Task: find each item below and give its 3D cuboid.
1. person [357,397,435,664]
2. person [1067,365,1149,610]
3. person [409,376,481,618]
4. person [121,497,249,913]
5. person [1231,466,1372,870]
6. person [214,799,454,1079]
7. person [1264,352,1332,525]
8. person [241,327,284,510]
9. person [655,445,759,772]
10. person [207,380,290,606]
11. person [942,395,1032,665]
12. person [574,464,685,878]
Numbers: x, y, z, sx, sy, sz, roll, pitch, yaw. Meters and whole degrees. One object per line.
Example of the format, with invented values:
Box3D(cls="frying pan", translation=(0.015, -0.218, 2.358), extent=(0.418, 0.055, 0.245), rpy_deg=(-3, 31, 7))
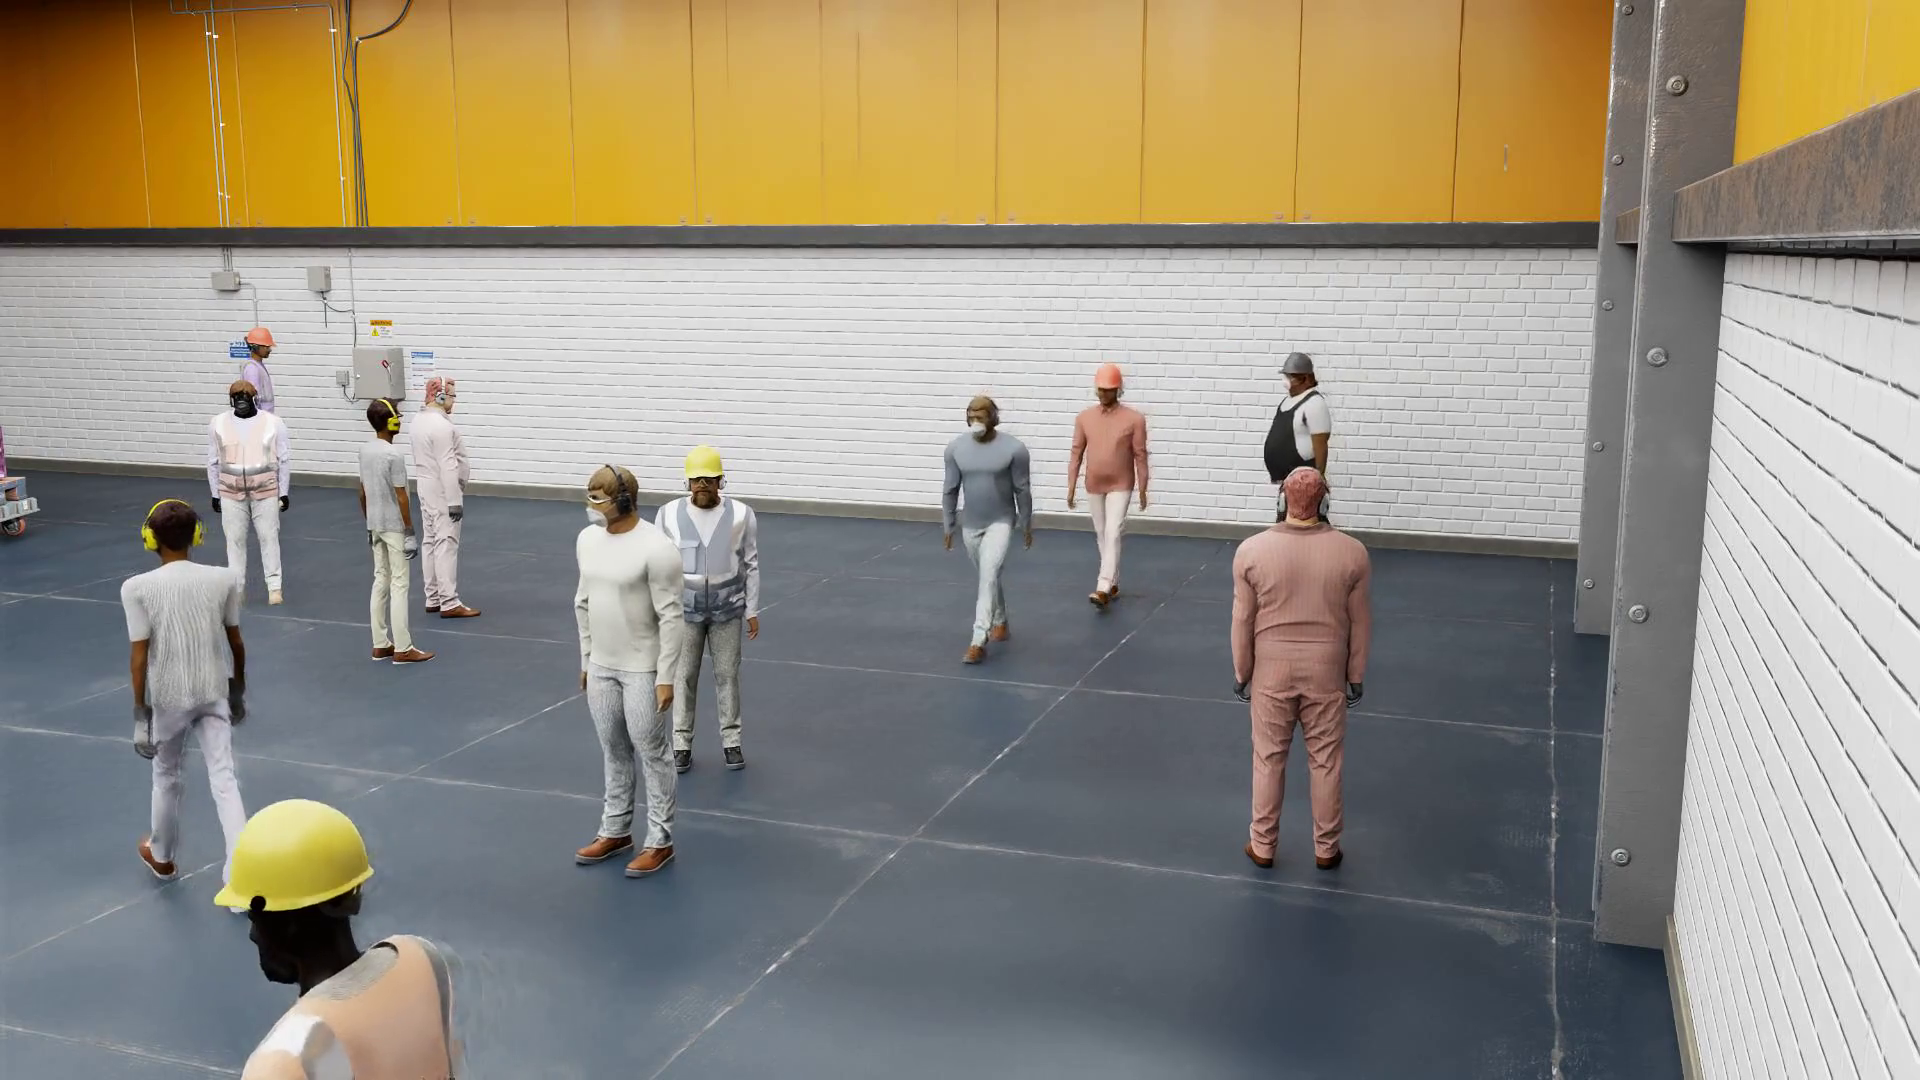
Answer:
Box3D(cls="person", translation=(-3.981, -0.064, 11.657), extent=(0.524, 1.874, 0.325), rpy_deg=(7, 12, 35))
Box3D(cls="person", translation=(1.139, -0.415, 13.392), extent=(0.653, 1.951, 0.960), rpy_deg=(5, 11, 26))
Box3D(cls="person", translation=(-4.066, -0.338, 13.119), extent=(0.407, 1.903, 0.639), rpy_deg=(-7, 12, -36))
Box3D(cls="person", translation=(-3.457, 0.711, 7.449), extent=(0.560, 1.813, 0.987), rpy_deg=(-9, 14, -42))
Box3D(cls="person", translation=(1.586, 0.605, 7.793), extent=(0.643, 1.909, 0.410), rpy_deg=(1, 10, 7))
Box3D(cls="person", translation=(-1.271, 1.415, 3.261), extent=(0.885, 1.893, 0.603), rpy_deg=(3, 11, 18))
Box3D(cls="person", translation=(3.013, -0.693, 14.722), extent=(1.023, 2.000, 0.687), rpy_deg=(-2, 10, -9))
Box3D(cls="person", translation=(-7.677, -1.324, 18.314), extent=(0.402, 2.032, 0.614), rpy_deg=(-3, 11, -18))
Box3D(cls="person", translation=(-1.408, 0.381, 9.257), extent=(0.588, 1.834, 0.403), rpy_deg=(-2, 10, -10))
Box3D(cls="person", translation=(-5.771, -0.379, 13.516), extent=(0.621, 1.845, 0.429), rpy_deg=(-3, 10, -15))
Box3D(cls="person", translation=(0.204, -0.118, 11.963), extent=(0.639, 1.882, 1.067), rpy_deg=(4, 11, 20))
Box3D(cls="person", translation=(-1.544, 0.600, 7.747), extent=(0.629, 1.934, 0.376), rpy_deg=(7, 12, 35))
